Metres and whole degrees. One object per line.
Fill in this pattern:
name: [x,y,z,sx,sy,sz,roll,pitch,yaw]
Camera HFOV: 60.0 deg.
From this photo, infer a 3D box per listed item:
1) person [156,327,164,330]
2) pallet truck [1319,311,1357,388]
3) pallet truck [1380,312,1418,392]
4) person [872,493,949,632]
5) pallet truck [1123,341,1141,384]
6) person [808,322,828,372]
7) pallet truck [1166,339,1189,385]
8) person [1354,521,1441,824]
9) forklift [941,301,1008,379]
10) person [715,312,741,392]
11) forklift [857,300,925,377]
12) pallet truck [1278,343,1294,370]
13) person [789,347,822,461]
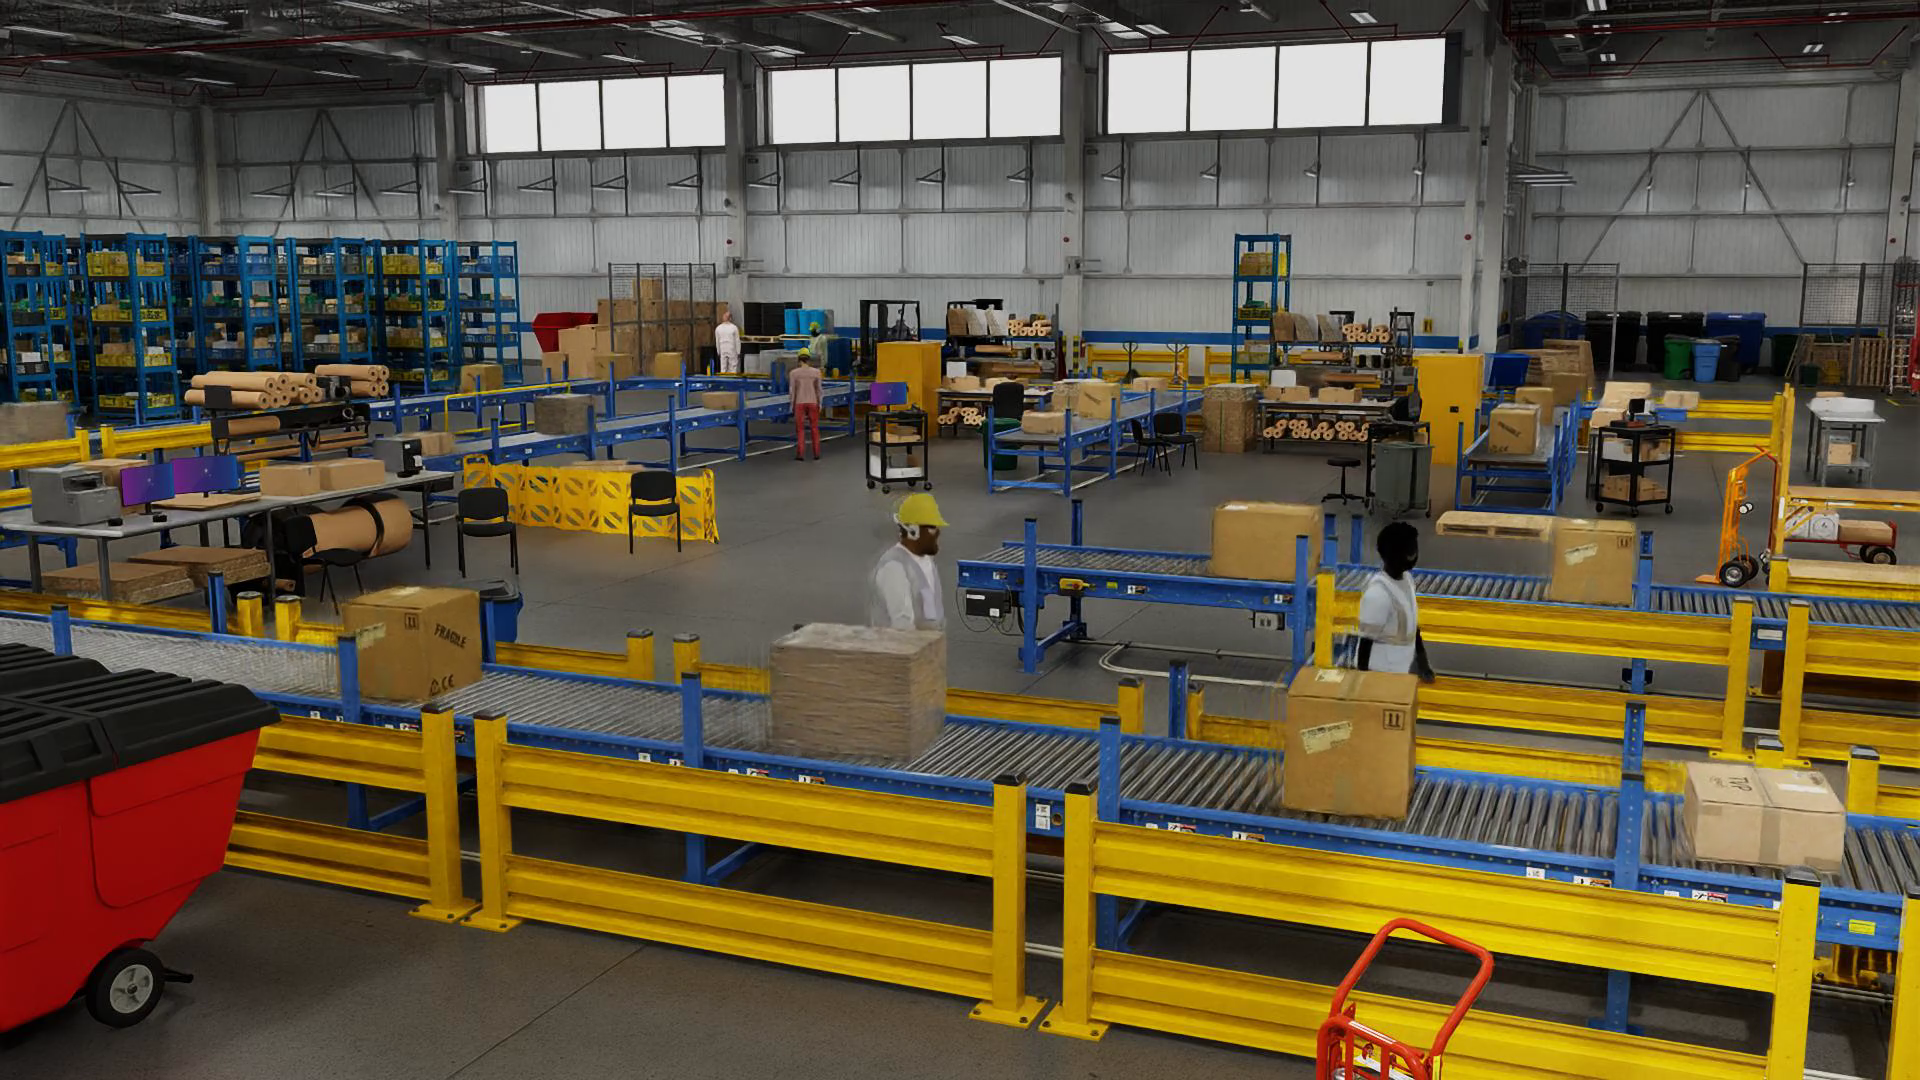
person: [-17.923,-4.024,37.315,0.568,1.831,0.412,-4,10,-23]
pallet truck: [9.071,-4.419,39.190,0.823,1.965,1.885,5,10,26]
pallet truck: [10.207,-4.283,38.369,0.823,1.965,1.885,3,10,20]
person: [-0.298,0.624,9.335,0.963,1.783,0.593,4,10,25]
pallet truck: [4.445,-4.380,41.279,0.680,1.201,1.601,4,10,22]
person: [-3.247,-3.879,36.507,0.817,1.799,0.629,-6,11,-34]
pallet truck: [5.418,-4.269,40.420,0.704,1.261,1.522,3,10,20]
person: [2.315,0.700,9.220,0.862,1.653,0.533,5,11,27]
forklift: [0.365,-4.966,41.571,1.157,1.987,2.680,3,10,20]
person: [-5.567,-4.534,40.150,0.643,1.913,0.410,3,10,19]
forklift: [-1.732,-5.109,42.468,1.157,1.987,2.680,4,10,22]
pallet truck: [7.886,-4.163,39.743,0.653,1.274,1.630,4,10,22]
person: [-2.413,-2.119,25.963,0.529,1.765,0.327,-3,10,-19]
